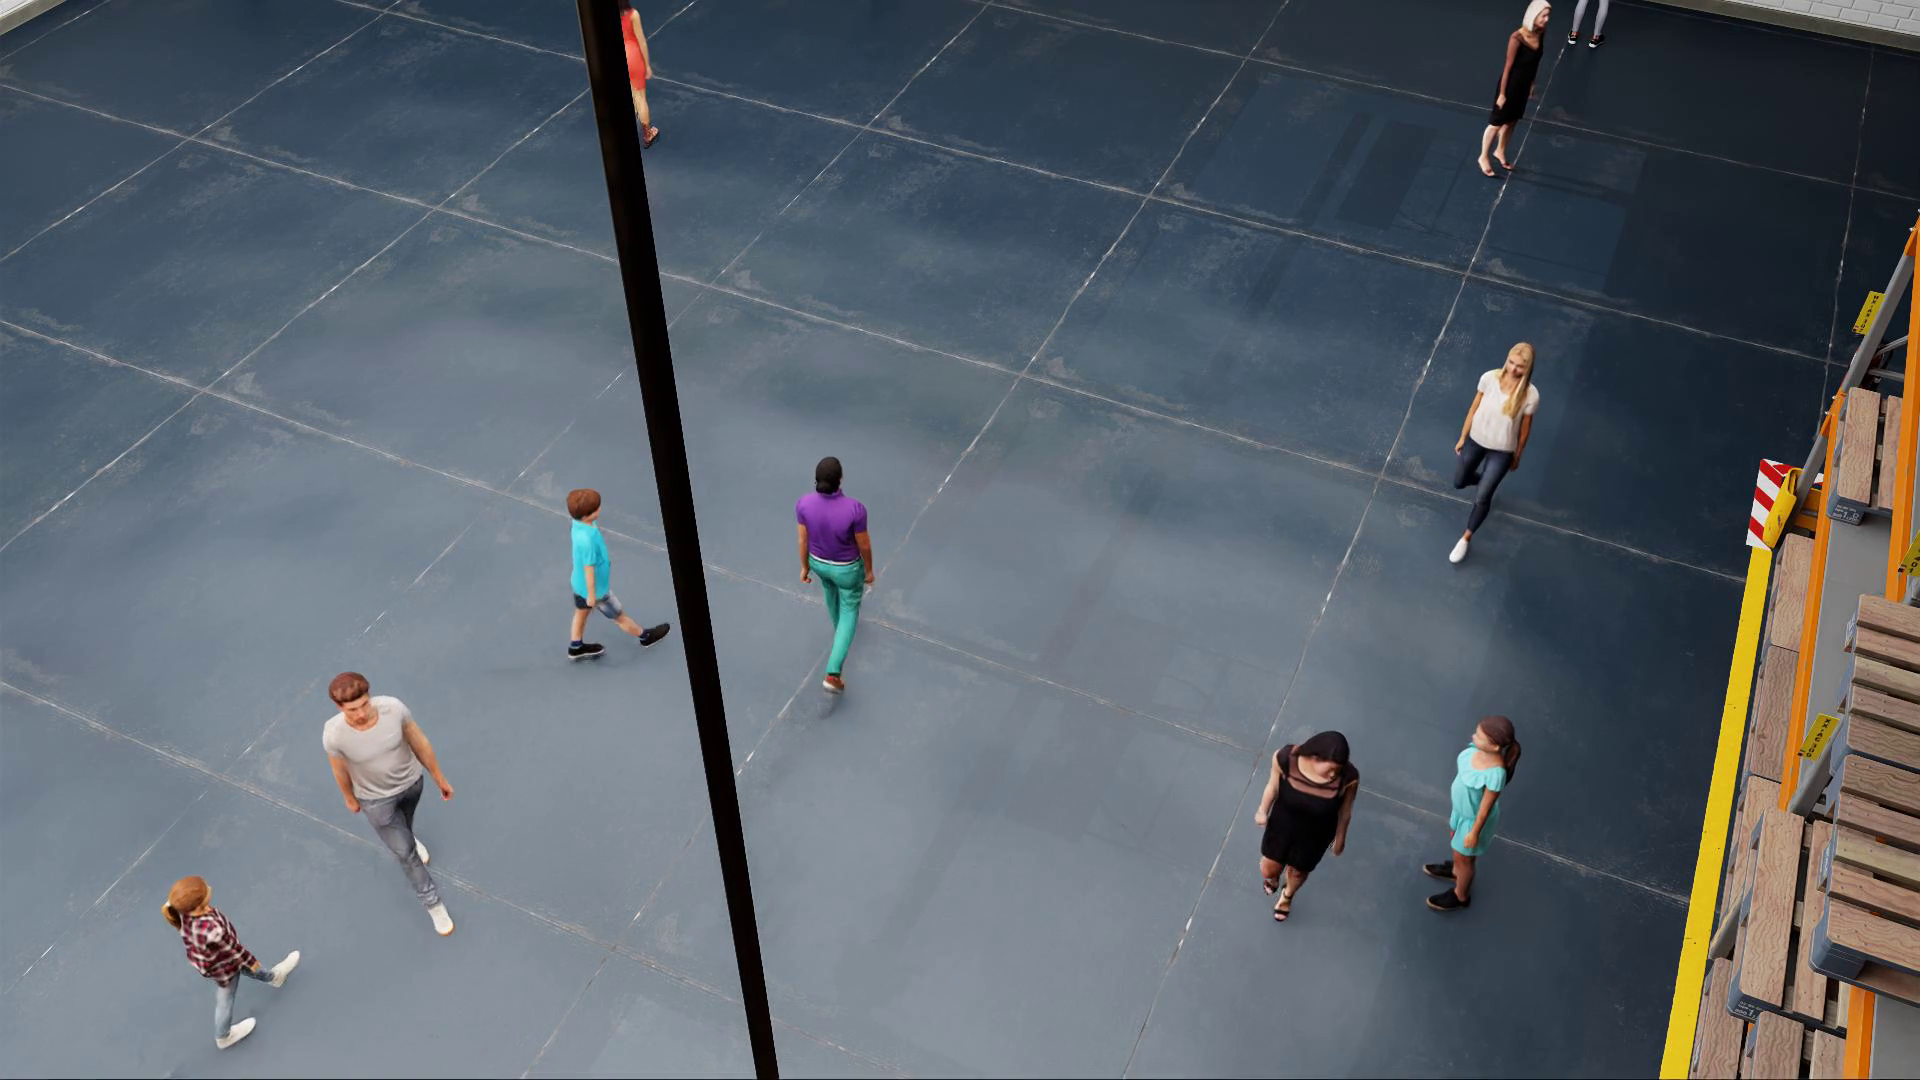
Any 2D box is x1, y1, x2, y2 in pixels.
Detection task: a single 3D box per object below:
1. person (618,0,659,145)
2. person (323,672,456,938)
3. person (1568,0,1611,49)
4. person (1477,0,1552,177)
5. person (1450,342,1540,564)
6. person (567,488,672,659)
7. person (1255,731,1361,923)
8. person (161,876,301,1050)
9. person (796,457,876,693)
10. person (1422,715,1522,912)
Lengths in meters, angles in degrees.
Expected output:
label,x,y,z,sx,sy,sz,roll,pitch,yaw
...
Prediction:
label,x,y,z,sx,sy,sz,roll,pitch,yaw
person,-3.175,-4.507,15.739,0.711,1.718,0.797,6,44,6
person,-3.287,1.344,9.504,1.213,1.847,1.079,-30,51,-28
person,6.699,-5.983,17.282,0.549,1.726,0.524,19,47,19
person,5.128,-4.193,15.392,0.636,1.742,0.730,-22,48,-22
person,3.753,-0.685,11.671,0.773,1.794,1.022,30,51,28
person,-2.500,0.269,10.945,0.978,1.415,0.903,-15,46,-15
person,1.935,1.561,9.390,0.695,1.690,0.672,14,45,14
person,-4.036,2.288,8.928,0.672,1.275,0.905,29,51,27
person,-0.824,0.229,10.751,0.787,1.741,1.189,10,45,10
person,2.945,1.546,9.503,0.673,1.555,0.558,2,44,2
